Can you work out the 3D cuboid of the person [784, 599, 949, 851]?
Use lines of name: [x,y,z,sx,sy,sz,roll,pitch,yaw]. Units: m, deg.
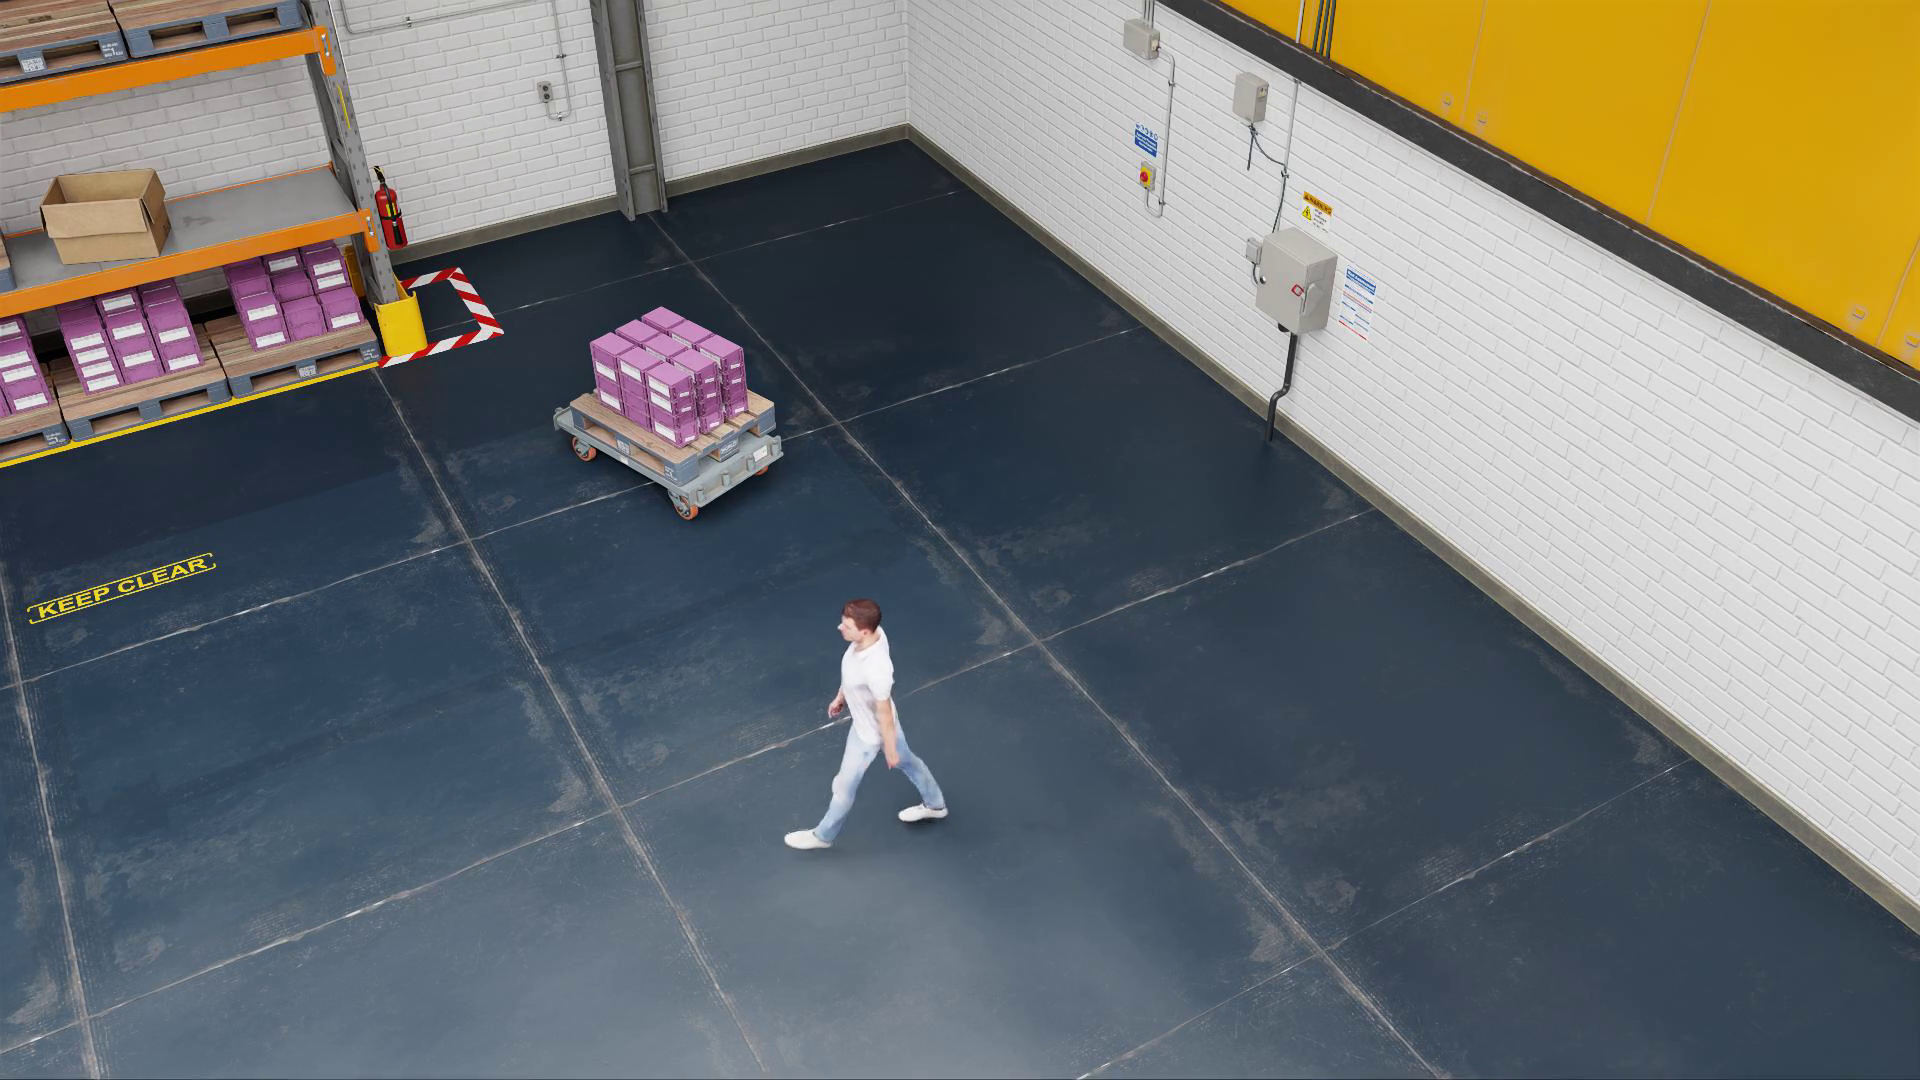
person: [-0.394,1.031,9.347,1.290,1.801,0.986,-4,39,-5]
